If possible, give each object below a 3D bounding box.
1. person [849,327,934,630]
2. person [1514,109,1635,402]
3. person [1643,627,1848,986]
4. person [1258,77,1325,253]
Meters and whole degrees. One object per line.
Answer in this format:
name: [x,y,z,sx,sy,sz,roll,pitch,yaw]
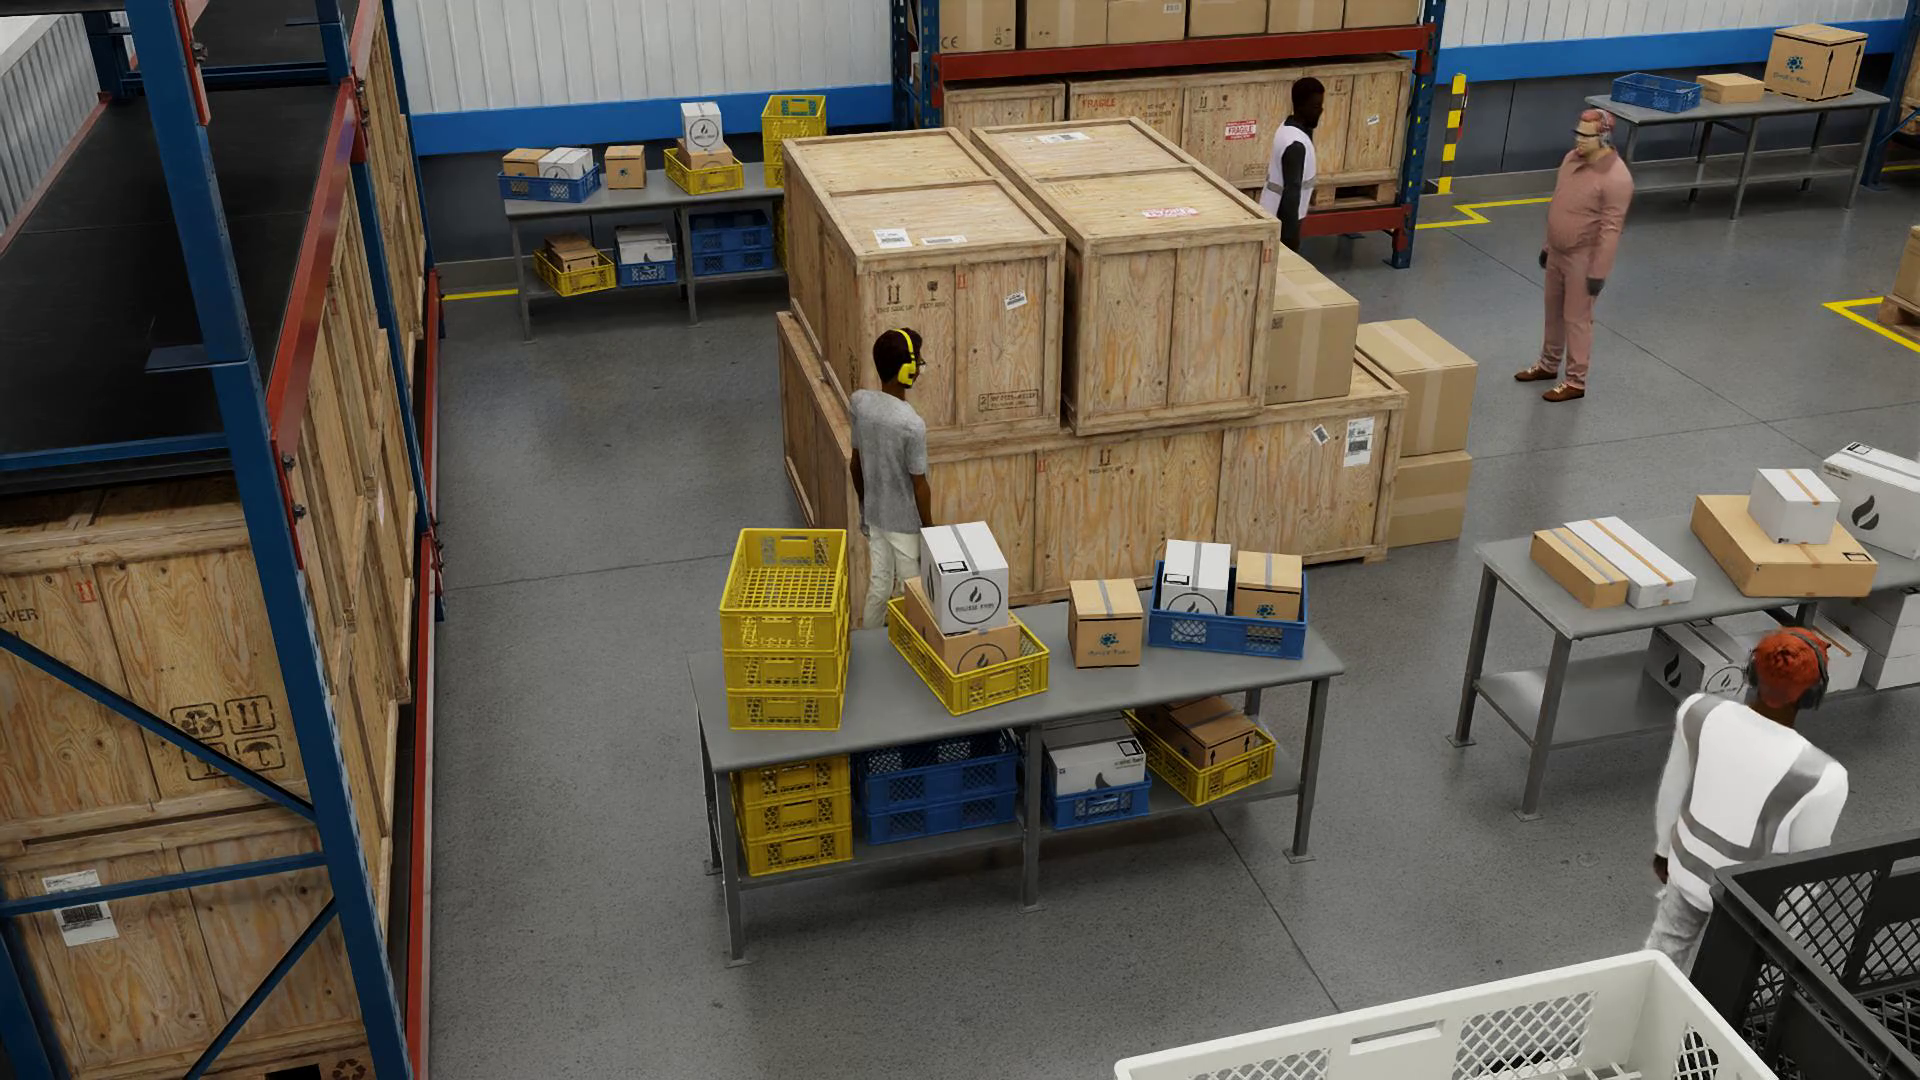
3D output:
person: [-0.279,-0.080,7.600,0.329,1.861,0.512,-25,38,-38]
person: [3.973,-1.837,10.755,0.399,1.900,0.653,-6,29,-11]
person: [2.487,1.118,5.416,0.353,1.875,0.582,-16,33,-27]
person: [2.237,-2.208,11.403,0.396,1.917,0.590,3,29,5]
